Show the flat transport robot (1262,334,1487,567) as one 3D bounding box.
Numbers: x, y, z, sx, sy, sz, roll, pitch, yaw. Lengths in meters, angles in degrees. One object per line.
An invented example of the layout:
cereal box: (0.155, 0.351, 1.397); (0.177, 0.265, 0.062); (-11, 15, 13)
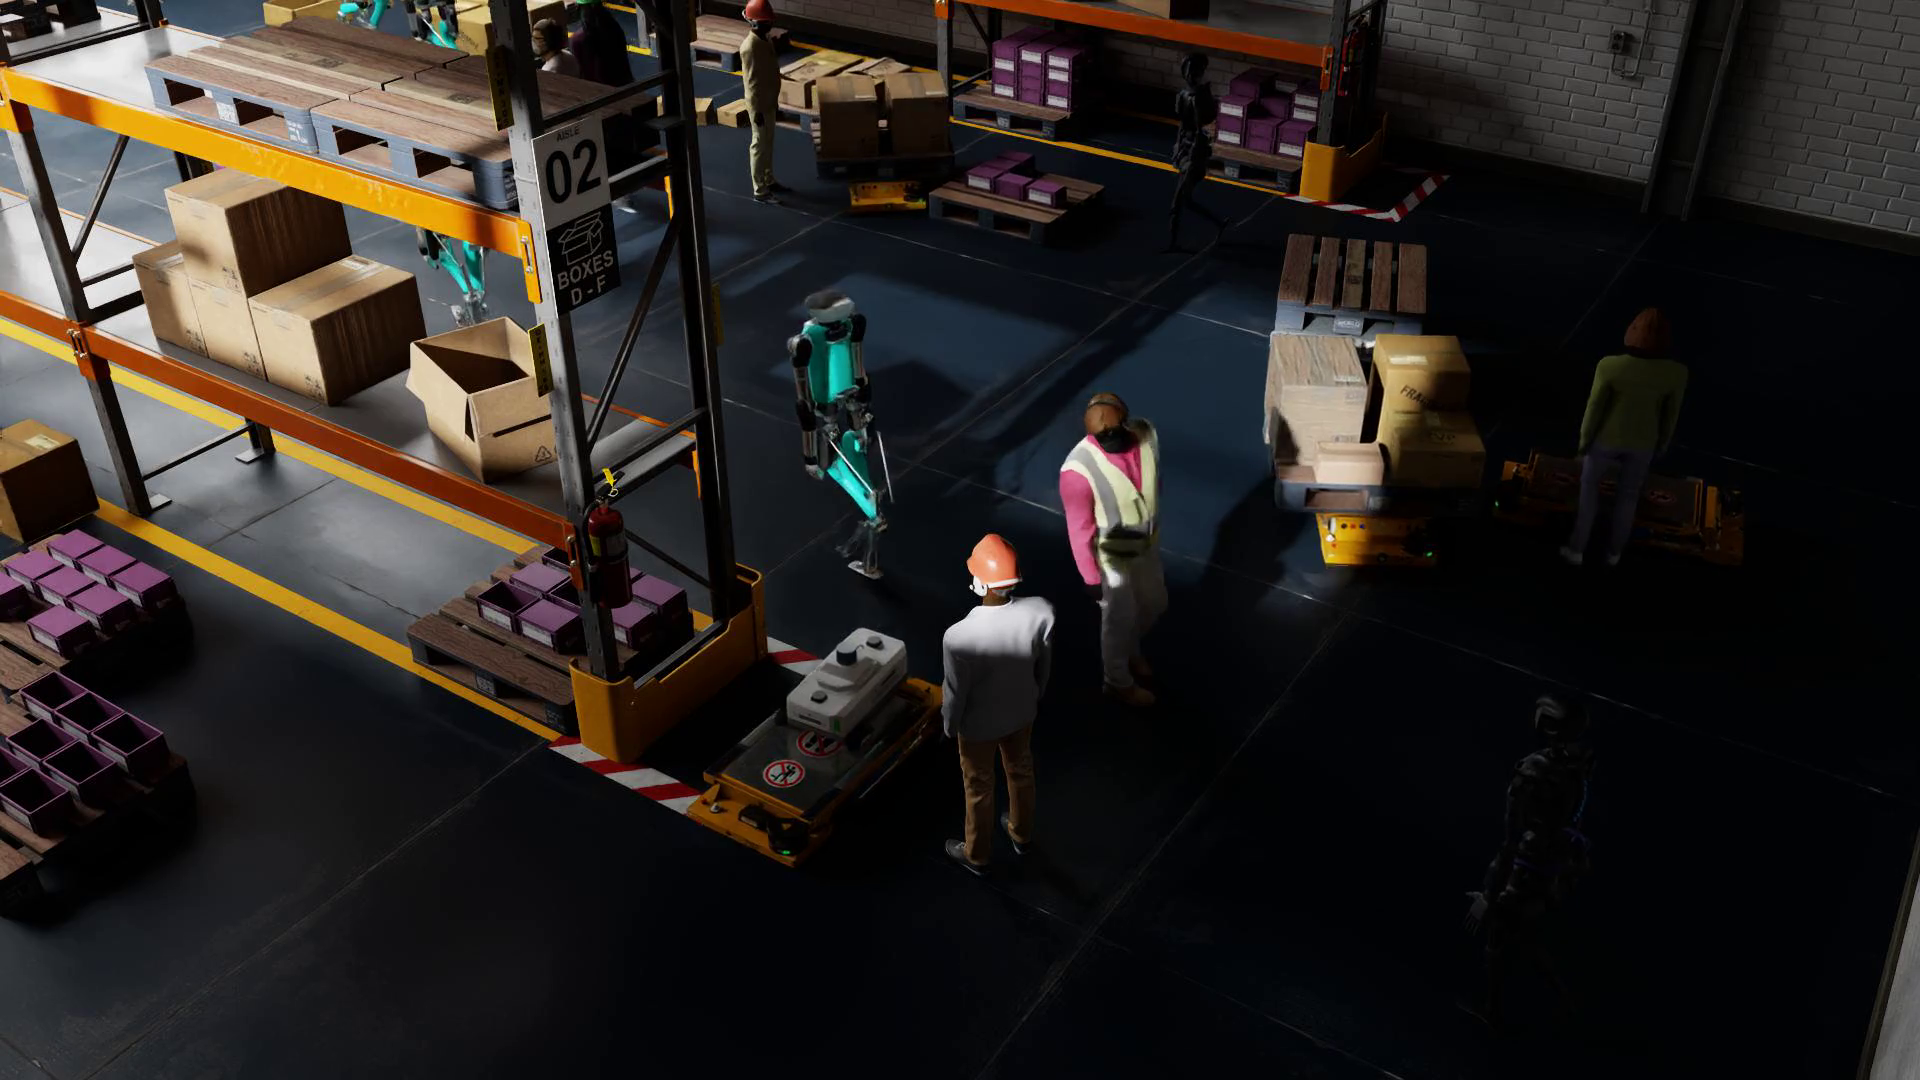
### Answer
flat transport robot: (2.517, -0.302, 10.337); (0.659, 0.231, 1.431); (2, 33, 3)

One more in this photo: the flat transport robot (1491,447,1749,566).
flat transport robot: (4.045, -0.217, 10.206); (1.431, 0.231, 0.659); (13, 35, 19)

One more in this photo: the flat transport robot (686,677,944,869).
flat transport robot: (-0.647, 1.039, 8.276); (0.659, 0.231, 1.431); (20, 38, 27)

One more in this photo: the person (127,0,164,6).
person: (-9.821, -7.238, 19.632); (0.745, 1.757, 0.437); (-9, 34, -14)

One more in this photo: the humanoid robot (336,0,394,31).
humanoid robot: (-6.204, -5.669, 17.250); (1.053, 1.714, 0.530); (14, 36, 21)

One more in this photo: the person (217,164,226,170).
person: (-5.173, -2.540, 12.328); (0.521, 1.846, 0.318); (-15, 36, -22)

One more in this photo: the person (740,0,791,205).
person: (-1.681, -3.786, 14.330); (0.324, 1.751, 0.558); (5, 33, 8)

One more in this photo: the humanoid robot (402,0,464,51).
humanoid robot: (-4.989, -4.935, 16.126); (0.838, 1.779, 0.537); (26, 41, 34)

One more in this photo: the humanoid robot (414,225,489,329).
humanoid robot: (-3.496, -2.067, 11.717); (0.545, 1.723, 1.055); (-21, 39, -29)

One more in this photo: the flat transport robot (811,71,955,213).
flat transport robot: (-0.696, -3.292, 14.933); (0.659, 0.231, 1.431); (-4, 33, -6)

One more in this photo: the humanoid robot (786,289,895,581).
humanoid robot: (-0.549, -0.482, 9.289); (0.794, 1.803, 0.531); (25, 41, 33)

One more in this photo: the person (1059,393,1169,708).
person: (0.800, 0.055, 8.381); (0.468, 1.802, 0.650); (28, 42, 36)

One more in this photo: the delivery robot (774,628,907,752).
delivery robot: (-0.565, 0.773, 8.405); (0.499, 0.576, 0.757); (17, 37, 24)

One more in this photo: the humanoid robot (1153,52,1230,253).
humanoid robot: (1.922, -3.095, 13.363); (0.647, 1.635, 0.616); (-2, 33, -3)

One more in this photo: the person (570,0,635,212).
person: (-3.076, -3.785, 14.179); (0.481, 1.915, 0.755); (-27, 41, -35)

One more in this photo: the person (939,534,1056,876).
person: (0.147, 0.737, 7.379); (0.567, 1.751, 0.328); (-19, 38, -27)

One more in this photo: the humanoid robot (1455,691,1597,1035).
humanoid robot: (2.297, 1.354, 6.509); (0.614, 1.642, 0.497); (-24, 40, -32)

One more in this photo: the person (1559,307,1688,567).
person: (3.793, -0.568, 9.497); (0.508, 1.632, 0.306); (8, 34, 11)

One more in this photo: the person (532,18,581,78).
person: (-3.152, -3.172, 13.217); (0.360, 1.939, 0.634); (2, 33, 3)
